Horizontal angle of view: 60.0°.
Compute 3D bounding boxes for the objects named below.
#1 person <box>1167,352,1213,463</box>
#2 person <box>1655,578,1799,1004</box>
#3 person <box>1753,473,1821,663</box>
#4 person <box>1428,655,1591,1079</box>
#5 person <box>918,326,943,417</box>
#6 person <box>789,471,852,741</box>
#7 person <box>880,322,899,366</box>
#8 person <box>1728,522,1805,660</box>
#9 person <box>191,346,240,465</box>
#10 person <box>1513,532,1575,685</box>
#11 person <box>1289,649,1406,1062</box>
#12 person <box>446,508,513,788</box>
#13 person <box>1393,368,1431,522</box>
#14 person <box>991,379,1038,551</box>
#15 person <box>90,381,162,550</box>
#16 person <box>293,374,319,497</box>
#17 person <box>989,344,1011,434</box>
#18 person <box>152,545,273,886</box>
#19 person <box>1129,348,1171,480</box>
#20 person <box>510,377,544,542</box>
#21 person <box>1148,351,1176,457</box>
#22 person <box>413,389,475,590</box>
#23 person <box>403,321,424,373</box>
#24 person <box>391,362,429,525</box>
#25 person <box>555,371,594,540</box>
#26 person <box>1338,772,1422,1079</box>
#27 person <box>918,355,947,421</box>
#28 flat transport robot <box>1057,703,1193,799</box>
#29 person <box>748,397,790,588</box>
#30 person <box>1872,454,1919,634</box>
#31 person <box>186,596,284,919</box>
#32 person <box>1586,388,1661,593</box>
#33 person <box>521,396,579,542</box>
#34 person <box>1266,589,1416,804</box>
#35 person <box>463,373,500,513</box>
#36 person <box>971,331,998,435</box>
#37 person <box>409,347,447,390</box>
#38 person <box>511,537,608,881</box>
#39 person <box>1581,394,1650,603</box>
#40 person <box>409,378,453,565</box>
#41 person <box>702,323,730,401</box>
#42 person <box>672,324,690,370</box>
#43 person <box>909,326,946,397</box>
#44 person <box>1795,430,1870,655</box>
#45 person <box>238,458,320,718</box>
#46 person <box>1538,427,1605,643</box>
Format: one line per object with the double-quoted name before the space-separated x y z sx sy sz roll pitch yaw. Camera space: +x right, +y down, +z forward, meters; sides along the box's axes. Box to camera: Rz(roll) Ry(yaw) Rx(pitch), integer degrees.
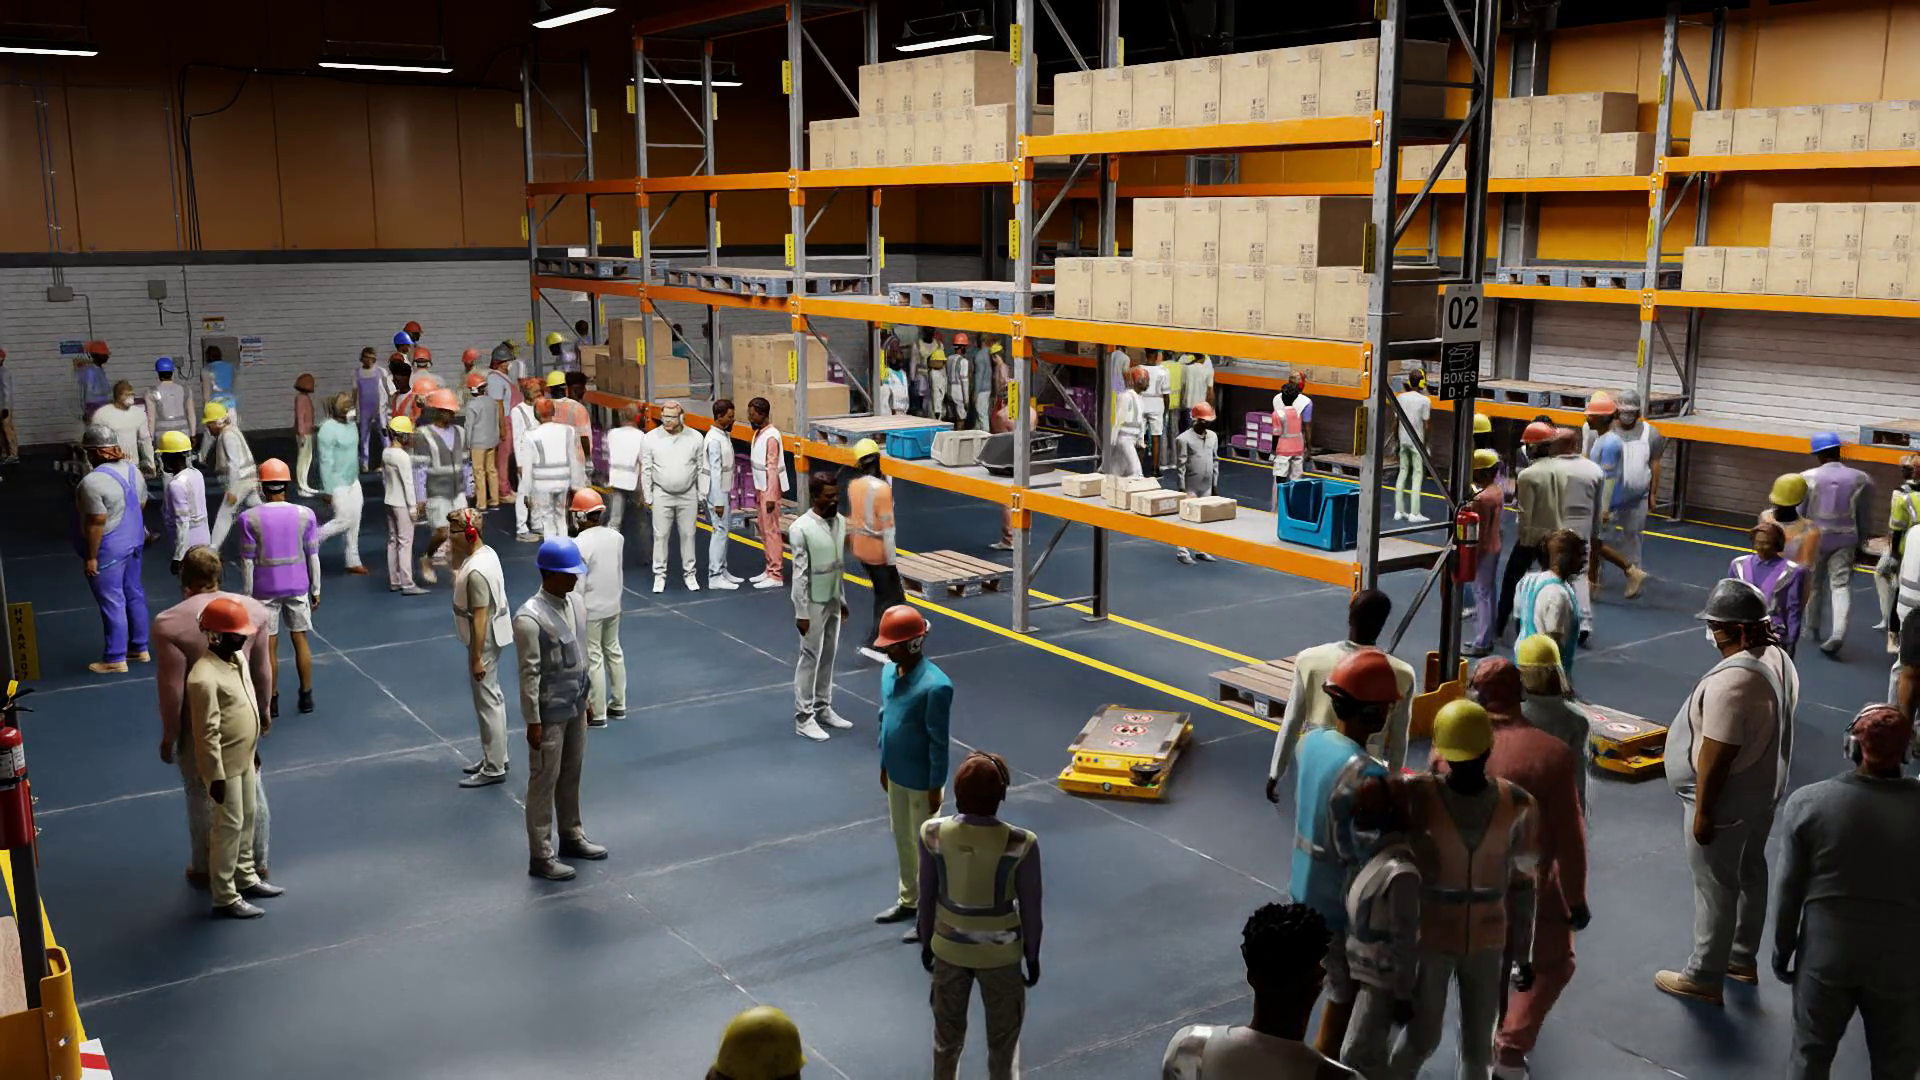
"person" 3.383 -2.123 24.715 0.536 2.000 0.674 -8 14 -36
"person" 3.616 1.164 7.895 0.679 2.000 0.535 -10 15 -41
"person" 5.897 0.439 12.014 0.444 1.899 0.631 -2 11 -12
"person" 2.290 1.426 6.981 0.466 1.884 0.700 -10 15 -43
"person" -0.563 -3.175 30.645 0.430 1.836 0.640 6 13 29
"person" -1.006 0.450 11.864 0.371 1.916 0.597 6 12 27
"person" -1.329 -3.096 30.254 0.403 1.824 0.594 -7 13 -31
"person" 5.512 0.674 11.454 0.319 1.631 0.520 -10 15 -41
"person" -10.969 -1.959 24.503 0.956 1.793 0.637 6 13 28
"person" 3.772 0.780 10.741 0.317 1.695 0.540 -3 12 -16
"person" 1.522 1.427 6.609 0.455 2.029 0.618 -3 11 -14
"person" -3.110 0.690 10.854 0.394 1.836 0.560 -3 11 -13
"person" 5.501 -1.155 20.207 0.308 1.868 0.532 -9 14 -39
"person" 0.574 -0.840 18.499 0.403 1.904 0.651 10 15 41
"person" -9.245 -0.827 18.502 1.048 1.872 0.649 5 12 24
"person" -8.673 -1.389 22.042 0.298 1.626 0.545 -2 11 -9
"person" 0.674 -2.148 25.637 0.434 1.736 0.600 -2 11 -12
"person" -4.130 0.985 9.189 0.601 1.913 0.656 9 14 38
"person" 2.669 -1.823 23.408 0.599 1.958 0.373 4 12 21
"person" -4.903 -0.925 19.019 0.341 1.877 0.582 4 12 21
"person" 3.095 -2.238 25.640 0.389 1.911 0.590 -8 13 -34
"person" -5.063 -0.484 16.366 0.537 2.022 0.643 8 14 36
"person" -8.934 -2.582 27.217 0.410 1.985 0.616 1 11 4
"person" -6.632 -1.158 20.024 0.608 1.951 0.375 10 15 41
"person" -4.340 -0.940 18.856 0.367 1.964 0.604 -10 15 -42
"person" 1.607 1.666 6.406 0.386 1.624 0.523 -1 11 -3
"person" -0.461 -1.980 24.965 0.540 1.665 0.783 -10 15 -43
"flat transport robot" 1.143 1.399 11.236 0.652 0.197 1.431 3 12 17
"person" -1.924 -0.482 16.666 0.402 1.909 0.599 -4 12 -20
"person" 8.352 0.043 14.696 0.536 1.615 0.504 -4 12 -18
"person" -3.835 1.141 8.789 0.353 1.738 0.575 -1 11 -5
"person" 6.510 -0.489 16.352 0.685 2.000 0.535 3 11 15
"person" -4.214 -0.544 17.071 0.600 1.869 0.450 -8 14 -37
"person" 1.907 1.159 8.366 0.693 1.863 0.865 3 12 16
"person" -5.999 -1.213 20.817 0.340 1.744 0.575 4 12 20
"person" 0.367 -2.295 25.863 0.373 1.940 0.629 6 12 27
"person" -7.025 -1.534 21.854 0.617 1.986 0.408 -3 12 -17
"person" -2.250 0.933 9.344 0.412 1.938 0.610 4 12 18
"person" 6.166 -0.368 15.771 0.641 2.026 0.634 2 11 11
"person" -5.627 -0.728 17.696 0.389 1.992 0.625 1 11 5
"person" -4.258 -2.927 29.392 0.661 1.829 0.586 -2 11 -9
"person" -5.002 -2.866 29.111 0.534 1.808 0.831 0 11 1
"person" -0.563 -2.854 29.111 0.614 1.797 0.933 -5 12 -22
"person" 7.406 0.022 14.165 0.642 1.890 0.926 3 11 15
"person" -5.038 0.355 12.348 0.548 1.924 0.387 -7 13 -32
"person" 5.337 -0.044 14.561 0.662 1.865 0.913 0 11 0
